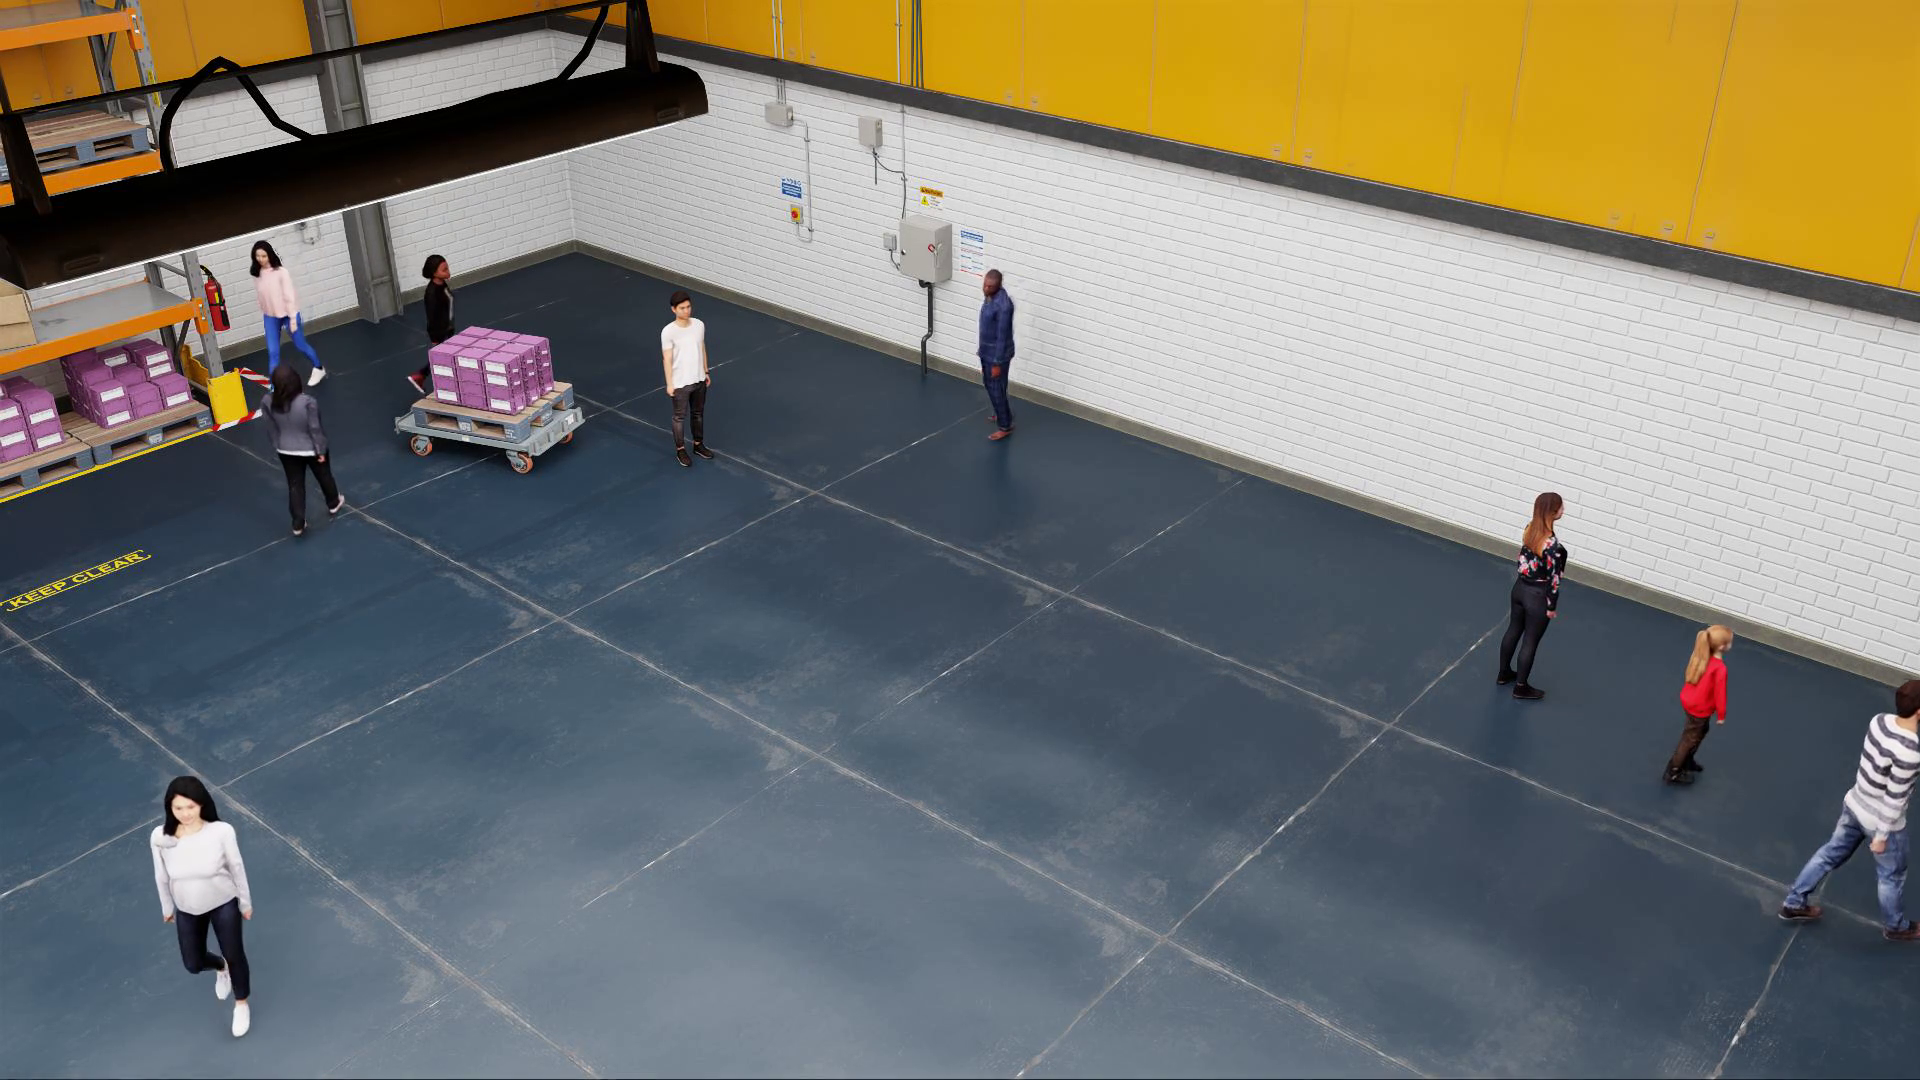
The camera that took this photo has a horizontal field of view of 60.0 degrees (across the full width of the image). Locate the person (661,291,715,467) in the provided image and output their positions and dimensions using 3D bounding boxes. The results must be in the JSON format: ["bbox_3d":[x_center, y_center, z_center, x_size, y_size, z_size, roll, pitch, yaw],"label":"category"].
[{"bbox_3d":[-2.619,-1.576,15.971,0.514,1.722,0.716,-23,36,-36],"label":"person"}]

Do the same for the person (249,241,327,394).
[{"bbox_3d":[-7.010,-2.326,17.352,1.026,1.715,1.274,9,30,16],"label":"person"}]

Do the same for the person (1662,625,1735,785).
[{"bbox_3d":[5.036,1.144,11.455,0.692,1.271,0.632,-2,29,-5],"label":"person"}]

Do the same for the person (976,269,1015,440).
[{"bbox_3d":[0.397,-1.847,16.402,0.928,1.785,0.908,0,29,1],"label":"person"}]

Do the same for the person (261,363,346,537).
[{"bbox_3d":[-5.846,-0.780,14.677,1.025,1.562,1.112,0,29,0],"label":"person"}]

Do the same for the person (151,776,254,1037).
[{"bbox_3d":[-4.245,2.012,9.421,0.816,1.695,0.877,-6,29,-10],"label":"person"}]

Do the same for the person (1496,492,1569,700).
[{"bbox_3d":[4.272,0.398,12.391,0.675,1.684,0.654,-8,30,-14],"label":"person"}]

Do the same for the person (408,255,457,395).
[{"bbox_3d":[-5.387,-2.129,17.052,0.979,1.656,0.969,0,29,1],"label":"person"}]

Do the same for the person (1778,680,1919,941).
[{"bbox_3d":[5.401,1.639,9.985,1.144,1.810,1.142,1,29,2],"label":"person"}]
